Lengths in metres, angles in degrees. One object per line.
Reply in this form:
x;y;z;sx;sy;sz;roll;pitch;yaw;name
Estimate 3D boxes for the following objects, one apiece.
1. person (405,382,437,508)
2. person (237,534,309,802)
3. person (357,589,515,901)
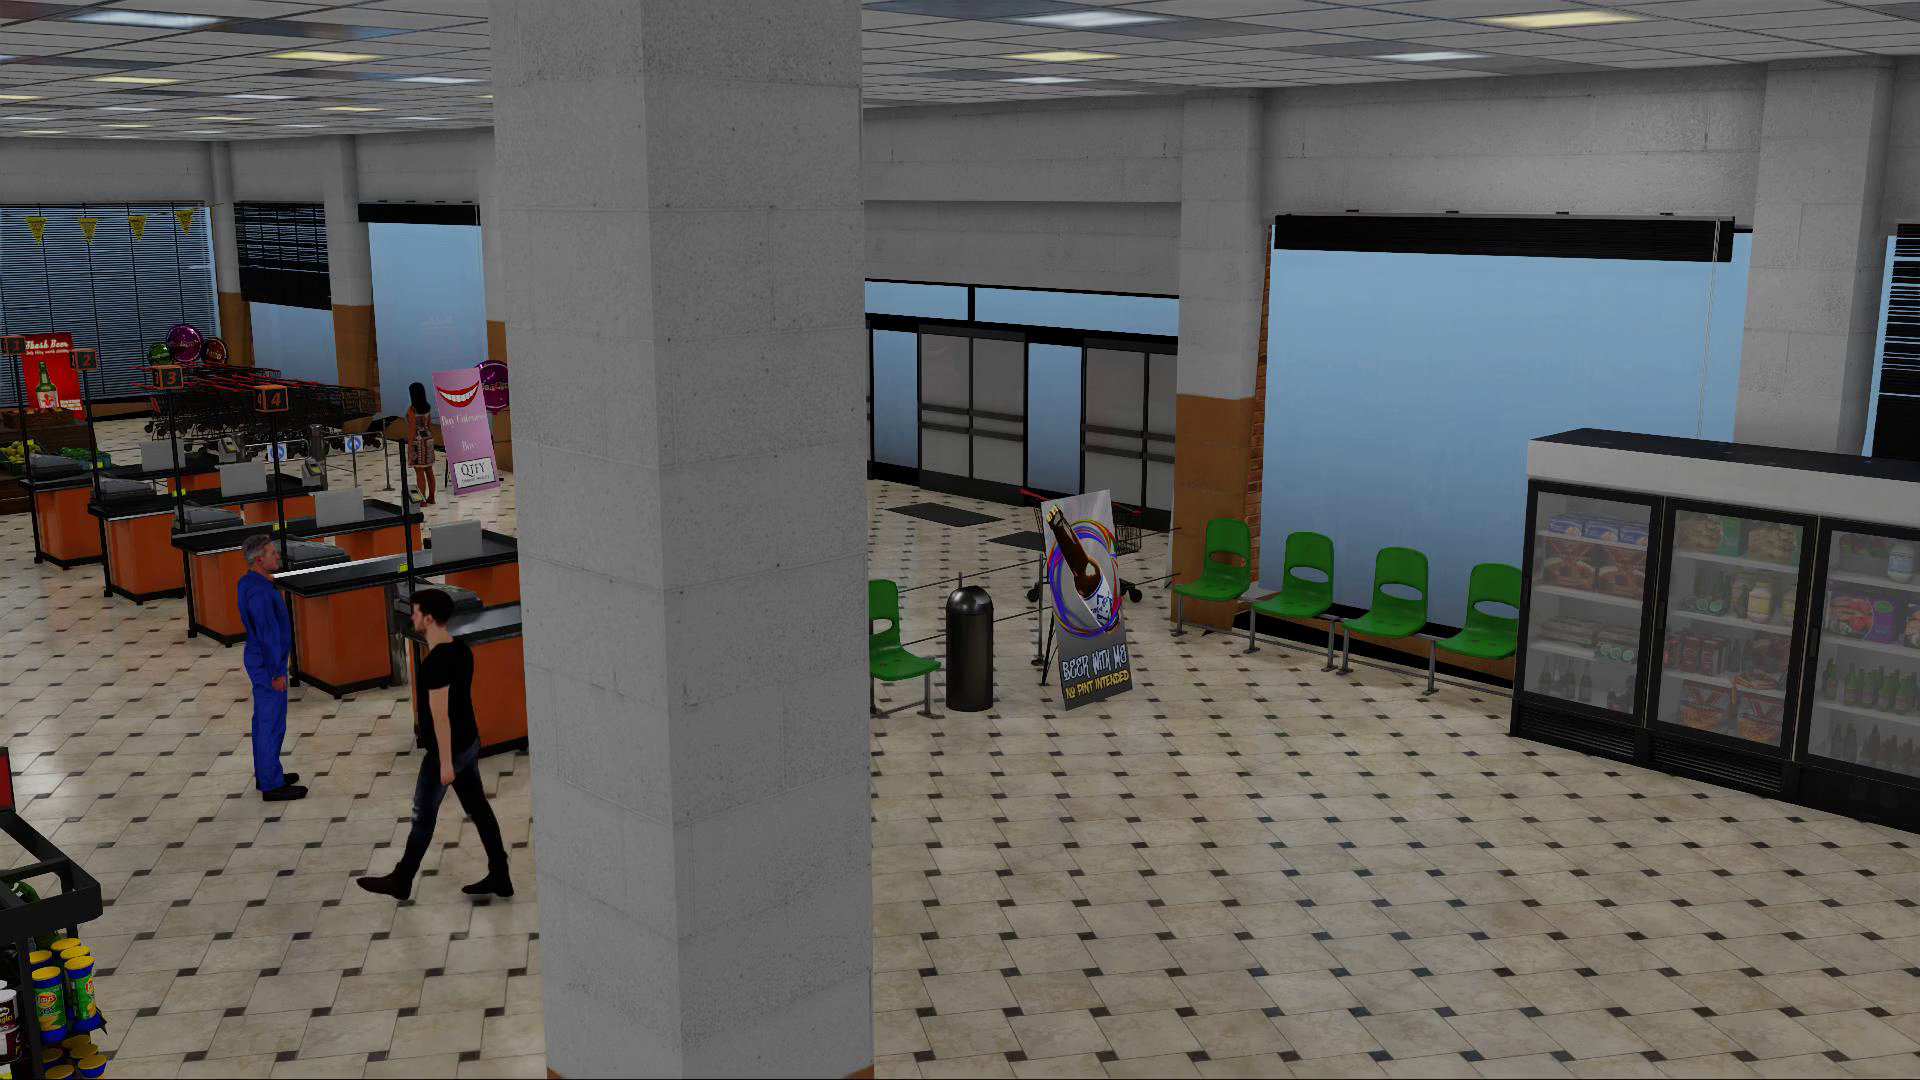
-7.130;-1.271;21.996;0.784;1.645;0.640;4;12;17;person
-4.768;0.861;11.425;0.657;1.828;0.768;-7;14;-29;person
-2.855;1.223;9.632;1.208;1.860;1.161;0;12;1;person
